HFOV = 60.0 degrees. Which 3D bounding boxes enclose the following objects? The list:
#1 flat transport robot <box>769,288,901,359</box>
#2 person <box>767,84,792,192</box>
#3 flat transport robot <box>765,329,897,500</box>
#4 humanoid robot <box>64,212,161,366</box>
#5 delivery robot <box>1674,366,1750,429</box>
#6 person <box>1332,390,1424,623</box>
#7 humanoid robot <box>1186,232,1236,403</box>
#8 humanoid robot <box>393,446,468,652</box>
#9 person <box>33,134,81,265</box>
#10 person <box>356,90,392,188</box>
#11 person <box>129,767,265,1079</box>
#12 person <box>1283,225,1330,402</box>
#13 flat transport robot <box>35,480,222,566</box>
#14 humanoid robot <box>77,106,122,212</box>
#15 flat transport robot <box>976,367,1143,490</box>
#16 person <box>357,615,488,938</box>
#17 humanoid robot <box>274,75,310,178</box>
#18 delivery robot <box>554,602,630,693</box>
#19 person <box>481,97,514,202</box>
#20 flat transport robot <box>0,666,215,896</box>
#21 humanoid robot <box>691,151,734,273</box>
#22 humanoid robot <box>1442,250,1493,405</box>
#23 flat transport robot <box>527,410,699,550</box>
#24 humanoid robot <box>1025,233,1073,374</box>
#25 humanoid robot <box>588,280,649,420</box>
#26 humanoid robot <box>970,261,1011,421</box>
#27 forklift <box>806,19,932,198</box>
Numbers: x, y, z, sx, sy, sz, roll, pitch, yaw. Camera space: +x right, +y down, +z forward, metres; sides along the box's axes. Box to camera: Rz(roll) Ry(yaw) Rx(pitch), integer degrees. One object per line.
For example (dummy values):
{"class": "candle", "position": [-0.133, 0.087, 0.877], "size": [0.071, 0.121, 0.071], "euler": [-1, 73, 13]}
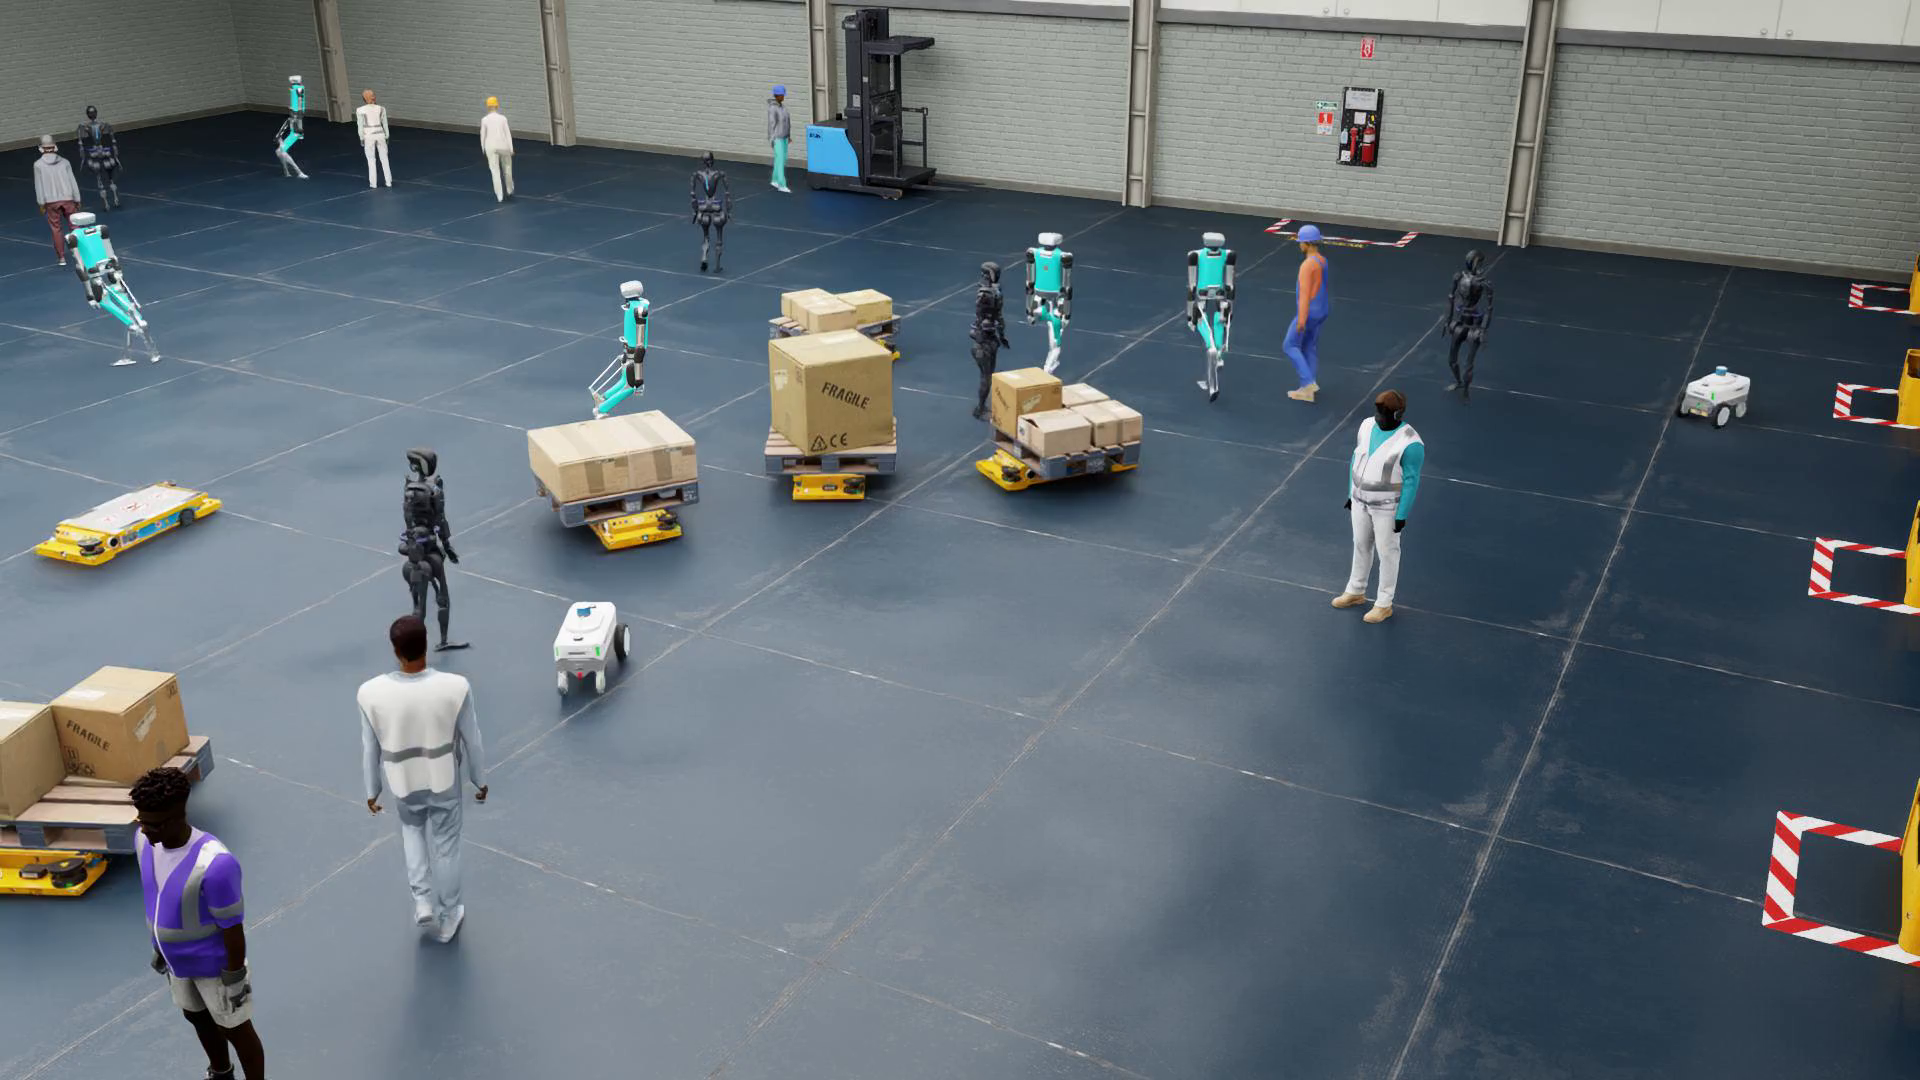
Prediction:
{"class": "flat transport robot", "position": [-1.440, -2.292, 19.499], "size": [1.431, 0.231, 0.659], "euler": [21, 31, 40]}
{"class": "person", "position": [-3.040, -6.783, 28.077], "size": [0.521, 1.779, 0.536], "euler": [9, 25, 20]}
{"class": "flat transport robot", "position": [-1.202, -0.713, 15.823], "size": [0.659, 0.231, 1.431], "euler": [-1, 23, -1]}
{"class": "humanoid robot", "position": [-9.495, -2.796, 18.813], "size": [0.870, 1.768, 0.596], "euler": [10, 25, 23]}
{"class": "delivery robot", "position": [7.858, -1.494, 17.298], "size": [0.807, 0.609, 0.499], "euler": [-16, 28, -32]}
{"class": "person", "position": [3.215, -0.274, 12.808], "size": [0.429, 1.846, 0.626], "euler": [-15, 27, -31]}
{"class": "humanoid robot", "position": [2.745, -2.320, 17.759], "size": [0.530, 1.770, 0.995], "euler": [-3, 23, -7]}
{"class": "humanoid robot", "position": [-3.962, 0.099, 12.165], "size": [0.449, 1.652, 0.589], "euler": [3, 23, 8]}
{"class": "person", "position": [-12.648, -4.781, 23.348], "size": [0.552, 1.806, 0.381], "euler": [-15, 27, -31]}
{"class": "person", "position": [-9.970, -6.827, 28.329], "size": [0.507, 1.629, 0.313], "euler": [-15, 28, -32]}
{"class": "person", "position": [-3.484, 1.893, 7.625], "size": [0.604, 1.961, 0.372], "euler": [13, 26, 27]}
{"class": "person", "position": [3.686, -2.394, 17.700], "size": [0.467, 1.875, 0.556], "euler": [18, 29, 36]}
{"class": "flat transport robot", "position": [-7.248, -0.161, 14.536], "size": [0.659, 0.231, 1.431], "euler": [9, 25, 20]}
{"class": "humanoid robot", "position": [-13.769, -6.097, 26.586], "size": [0.591, 1.643, 0.517], "euler": [-15, 28, -32]}
{"class": "flat transport robot", "position": [0.957, -0.748, 15.904], "size": [1.431, 0.231, 0.659], "euler": [-11, 26, -24]}
{"class": "person", "position": [-2.904, 1.305, 9.061], "size": [0.647, 1.895, 0.473], "euler": [-4, 24, -9]}
{"class": "humanoid robot", "position": [-11.734, -7.164, 28.992], "size": [0.785, 1.785, 0.530], "euler": [-14, 27, -30]}
{"class": "delivery robot", "position": [-2.710, 0.740, 12.100], "size": [0.499, 0.613, 0.811], "euler": [-1, 23, -1]}
{"class": "person", "position": [-7.631, -6.470, 27.454], "size": [0.508, 1.649, 0.860], "euler": [-5, 24, -10]}
{"class": "flat transport robot", "position": [-5.355, 1.697, 10.211], "size": [0.659, 0.231, 1.431], "euler": [1, 23, 3]}
{"class": "humanoid robot", "position": [-3.417, -4.511, 22.875], "size": [0.600, 1.642, 0.392], "euler": [3, 23, 6]}
{"class": "humanoid robot", "position": [5.462, -2.297, 17.737], "size": [0.450, 1.651, 0.598], "euler": [-16, 28, -32]}
{"class": "flat transport robot", "position": [-3.055, -0.289, 14.836], "size": [0.659, 0.231, 1.431], "euler": [-12, 26, -26]}
{"class": "humanoid robot", "position": [1.042, -2.564, 18.305], "size": [0.545, 1.734, 1.042], "euler": [9, 25, 21]}
{"class": "humanoid robot", "position": [-3.296, -1.620, 15.904], "size": [0.735, 1.677, 0.533], "euler": [-8, 25, -19]}
{"class": "humanoid robot", "position": [0.281, -2.082, 17.217], "size": [0.373, 1.649, 0.602], "euler": [12, 26, 25]}
{"class": "forklift", "position": [-1.573, -7.292, 27.850], "size": [1.873, 2.768, 1.129], "euler": [12, 26, 25]}
